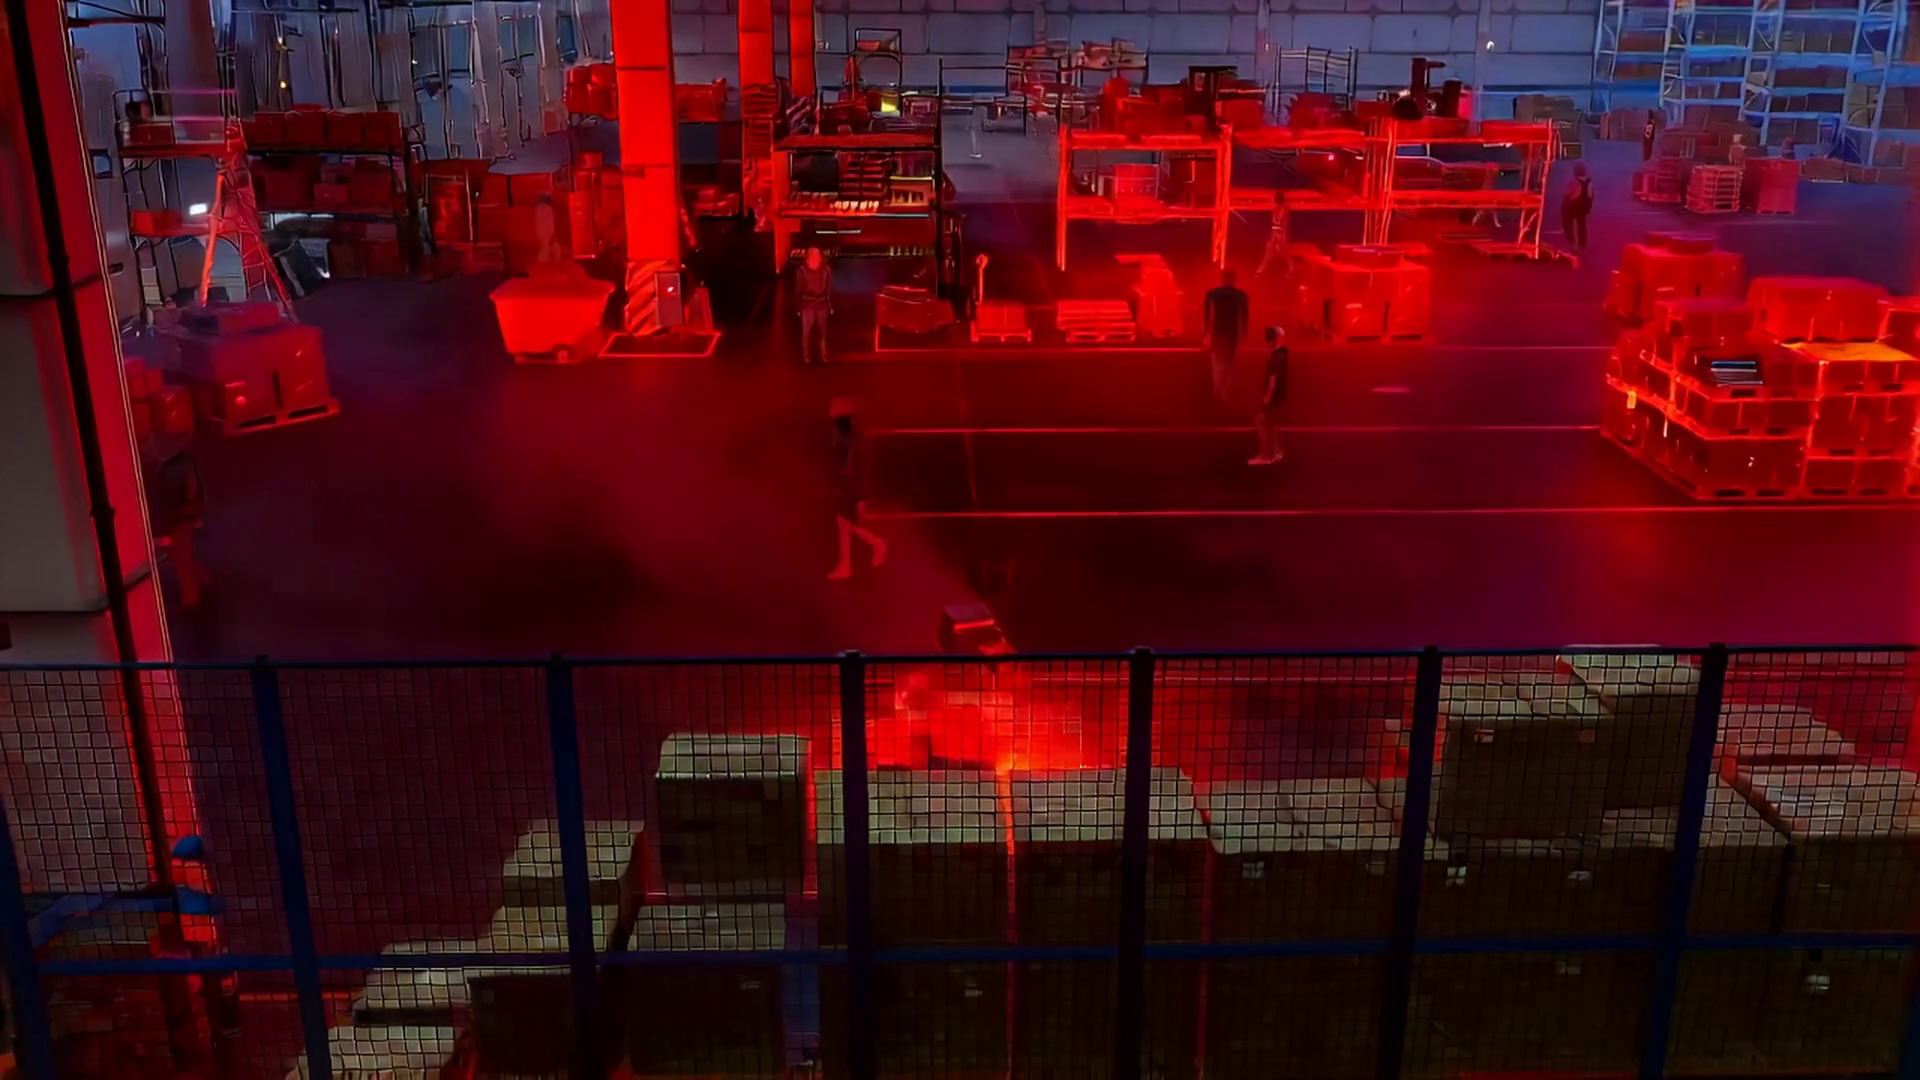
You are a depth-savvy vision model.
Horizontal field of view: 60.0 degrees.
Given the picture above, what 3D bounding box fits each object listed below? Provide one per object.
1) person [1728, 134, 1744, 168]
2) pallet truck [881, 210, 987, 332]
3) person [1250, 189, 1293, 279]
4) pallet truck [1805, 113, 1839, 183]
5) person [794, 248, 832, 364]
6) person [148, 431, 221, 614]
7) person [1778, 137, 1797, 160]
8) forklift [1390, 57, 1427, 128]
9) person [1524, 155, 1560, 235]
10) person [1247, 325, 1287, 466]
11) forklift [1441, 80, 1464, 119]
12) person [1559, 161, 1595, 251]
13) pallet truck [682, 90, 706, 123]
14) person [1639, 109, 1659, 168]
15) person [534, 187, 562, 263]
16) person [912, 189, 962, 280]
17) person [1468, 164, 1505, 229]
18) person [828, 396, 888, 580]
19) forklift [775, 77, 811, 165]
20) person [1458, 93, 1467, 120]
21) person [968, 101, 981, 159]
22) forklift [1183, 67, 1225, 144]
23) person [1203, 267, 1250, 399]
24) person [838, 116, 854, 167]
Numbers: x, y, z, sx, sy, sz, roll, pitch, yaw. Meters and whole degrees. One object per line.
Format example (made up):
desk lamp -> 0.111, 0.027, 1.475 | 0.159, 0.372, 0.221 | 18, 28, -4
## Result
person -> 22.337, -10.863, 47.993 | 0.549, 1.644, 0.890 | -6, 20, -18
pallet truck -> -0.493, -4.759, 29.349 | 1.885, 1.965, 0.823 | -13, 23, -34
person -> 6.448, -6.224, 33.944 | 0.978, 1.831, 0.579 | -8, 20, -23
pallet truck -> 26.403, -11.957, 50.702 | 0.823, 1.965, 1.885 | 6, 19, 16
person -> -2.323, -3.744, 26.579 | 0.627, 1.844, 0.429 | -8, 20, -24
person -> -7.517, -0.167, 15.984 | 0.443, 1.829, 0.653 | 0, 19, -1
person -> 23.566, -10.684, 47.478 | 0.311, 1.638, 0.521 | -14, 23, -35
forklift -> 18.876, -18.497, 68.743 | 1.873, 2.768, 1.129 | -1, 19, -1
person -> 14.030, -8.287, 39.966 | 0.930, 1.897, 0.646 | -3, 19, -10
person -> 3.867, -1.804, 20.832 | 0.419, 1.831, 0.551 | 10, 21, 27
forklift -> 15.644, -13.239, 53.146 | 1.873, 2.768, 1.129 | -1, 19, -1
person -> 13.903, -7.536, 37.520 | 0.697, 2.000, 0.537 | -5, 19, -13
pallet truck -> -9.671, -15.907, 62.421 | 0.823, 1.965, 1.885 | 5, 19, 15
person -> 22.427, -13.027, 54.016 | 0.390, 1.912, 0.589 | -3, 19, -8
person -> -8.343, -6.235, 33.881 | 0.588, 1.904, 0.721 | 16, 24, 38
person -> -0.454, -6.202, 33.882 | 1.065, 1.851, 0.665 | 2, 19, 5
person -> 13.005, -8.454, 40.918 | 0.863, 1.598, 0.525 | 4, 19, 12
person -> -1.087, -0.546, 16.971 | 0.607, 1.926, 0.570 | -15, 24, -38
forklift -> -5.920, -13.893, 55.085 | 1.873, 2.768, 1.129 | -1, 19, -1
person -> 18.495, -15.523, 61.386 | 0.542, 1.931, 0.366 | -10, 21, -28
person -> 0.501, -14.098, 57.167 | 0.374, 1.933, 0.621 | 10, 21, 26
forklift -> 8.780, -15.999, 61.334 | 1.873, 2.768, 1.129 | -13, 22, -33
person -> 3.884, -3.021, 24.304 | 0.657, 1.922, 0.439 | 2, 19, 7
person -> -3.742, -12.954, 54.186 | 0.536, 1.656, 0.850 | 8, 20, 23
